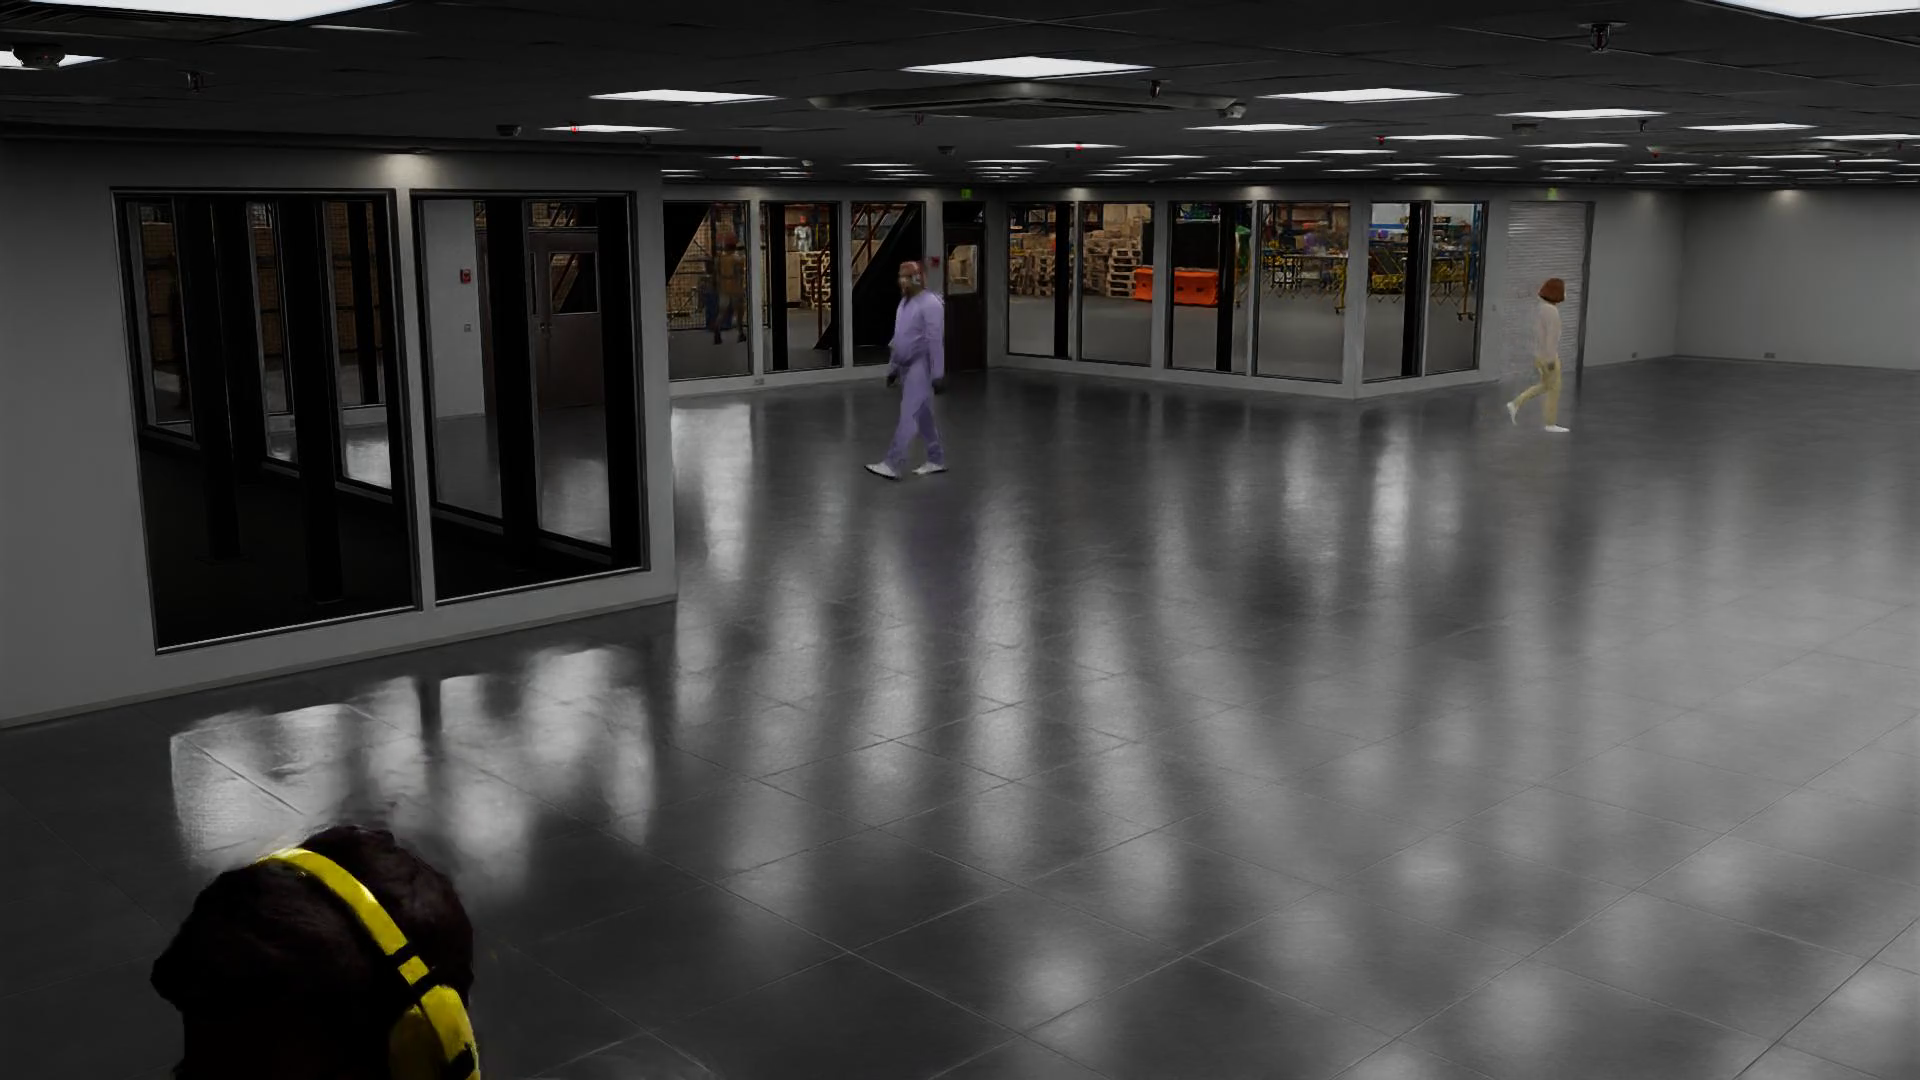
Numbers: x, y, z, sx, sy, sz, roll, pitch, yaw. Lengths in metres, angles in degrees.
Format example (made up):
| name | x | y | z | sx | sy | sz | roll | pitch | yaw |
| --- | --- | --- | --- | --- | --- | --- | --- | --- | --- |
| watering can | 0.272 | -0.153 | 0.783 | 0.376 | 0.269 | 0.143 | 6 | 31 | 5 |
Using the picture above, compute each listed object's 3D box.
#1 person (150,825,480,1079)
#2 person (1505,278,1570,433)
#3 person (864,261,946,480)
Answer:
| name | x | y | z | sx | sy | sz | roll | pitch | yaw |
| --- | --- | --- | --- | --- | --- | --- | --- | --- | --- |
| person | -0.440 | 1.147 | 1.380 | 0.550 | 1.848 | 0.456 | 4 | 12 | 19 |
| person | 6.054 | -1.917 | 17.293 | 0.585 | 1.611 | 0.509 | 1 | 11 | 6 |
| person | -0.489 | -1.457 | 14.372 | 0.925 | 1.859 | 0.666 | -5 | 12 | -25 |
